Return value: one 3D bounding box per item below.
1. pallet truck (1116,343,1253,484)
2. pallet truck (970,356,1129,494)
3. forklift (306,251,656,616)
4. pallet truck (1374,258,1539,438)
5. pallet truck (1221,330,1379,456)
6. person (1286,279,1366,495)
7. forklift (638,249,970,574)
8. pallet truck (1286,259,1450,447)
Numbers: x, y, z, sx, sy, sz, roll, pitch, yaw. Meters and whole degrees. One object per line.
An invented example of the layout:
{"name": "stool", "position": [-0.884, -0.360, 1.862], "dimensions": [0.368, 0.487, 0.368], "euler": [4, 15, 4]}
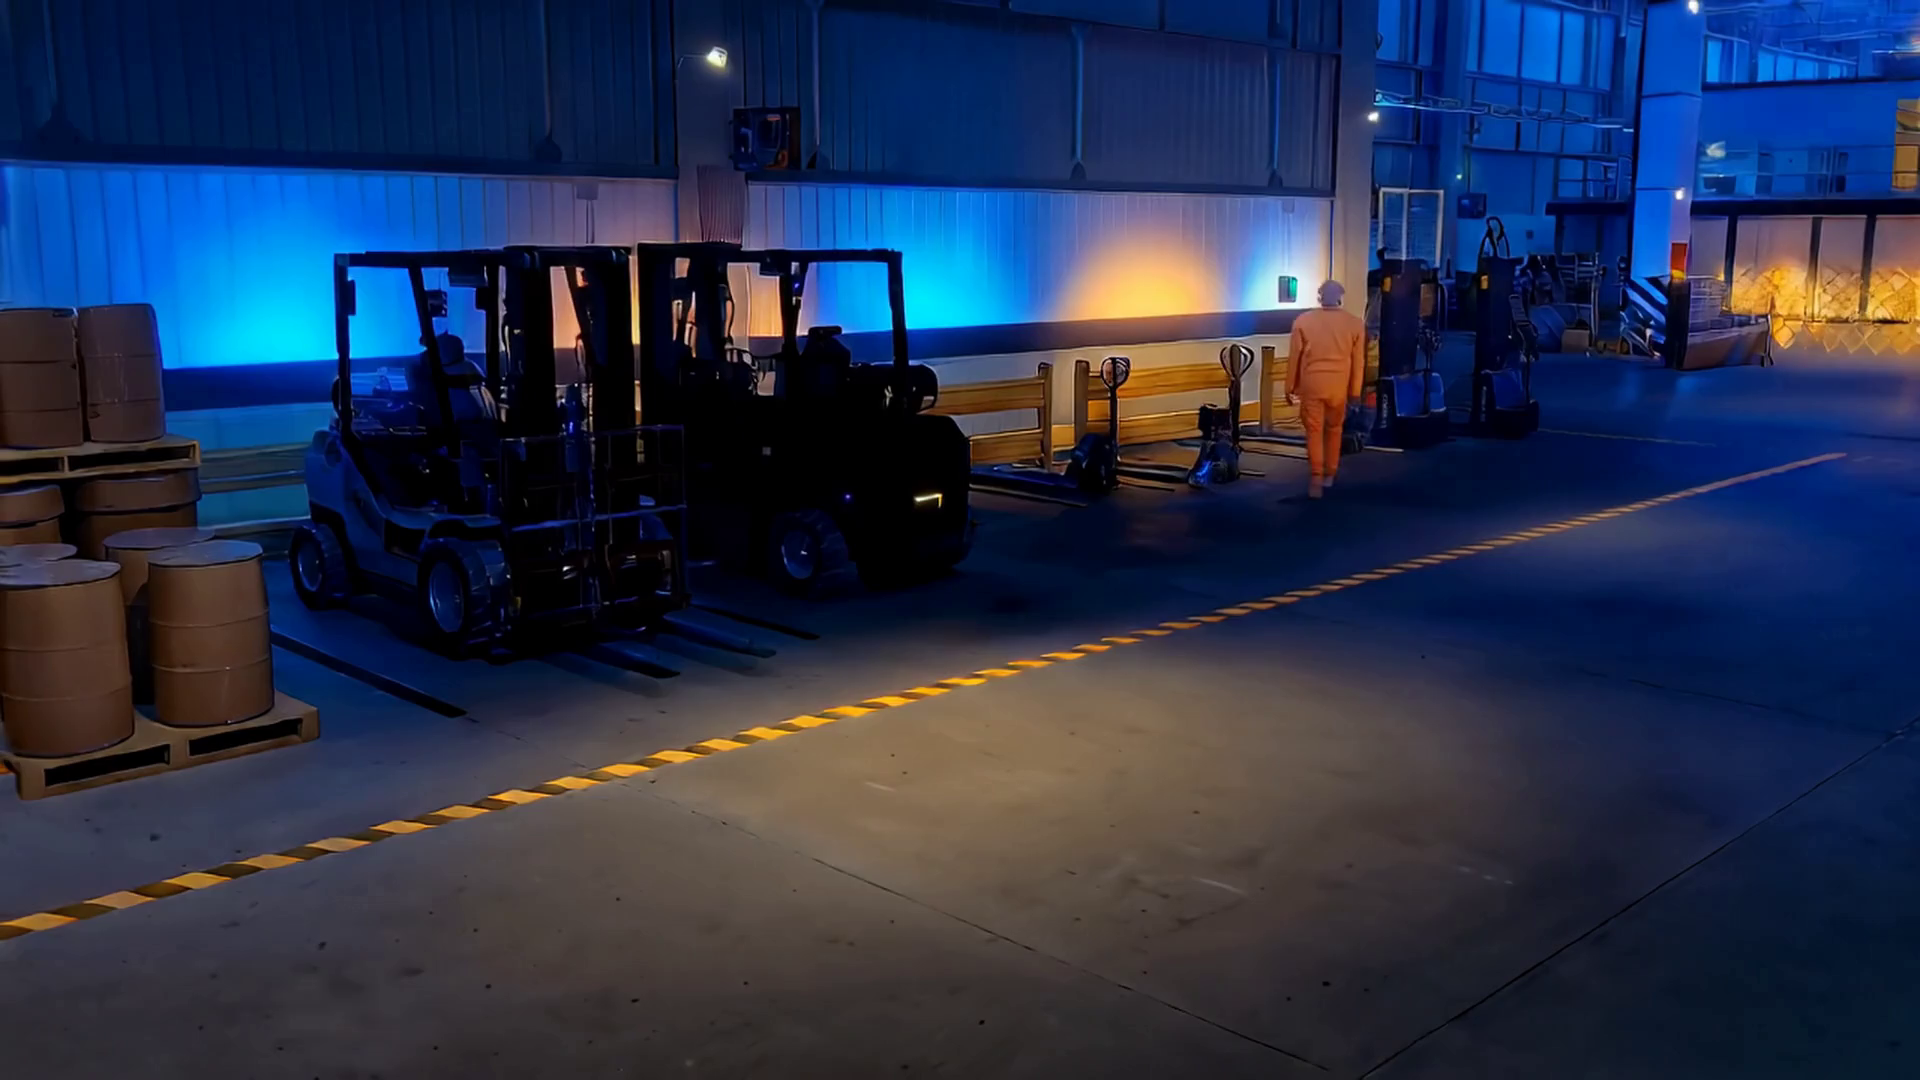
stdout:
{"name": "pallet truck", "position": [1.962, -1.215, 15.415], "dimensions": [1.522, 1.261, 0.704], "euler": [10, 14, 43]}
{"name": "pallet truck", "position": [0.784, -1.085, 14.876], "dimensions": [0.680, 1.201, 1.601], "euler": [-10, 14, -44]}
{"name": "forklift", "position": [-2.833, -0.669, 9.694], "dimensions": [1.157, 1.987, 2.680], "euler": [-10, 14, -44]}
{"name": "pallet truck", "position": [5.704, -2.208, 18.901], "dimensions": [1.885, 1.965, 0.823], "euler": [10, 14, 43]}
{"name": "pallet truck", "position": [3.563, -1.581, 17.381], "dimensions": [0.653, 1.274, 1.630], "euler": [-10, 14, -44]}
{"name": "person", "position": [3.192, -1.340, 14.545], "dimensions": [0.640, 1.865, 0.975], "euler": [1, 10, 3]}
{"name": "forklift", "position": [-1.173, -0.958, 11.239], "dimensions": [2.680, 1.987, 1.157], "euler": [10, 14, 43]}
{"name": "pallet truck", "position": [4.493, -2.078, 18.196], "dimensions": [0.823, 1.965, 1.885], "euler": [-9, 14, -40]}
